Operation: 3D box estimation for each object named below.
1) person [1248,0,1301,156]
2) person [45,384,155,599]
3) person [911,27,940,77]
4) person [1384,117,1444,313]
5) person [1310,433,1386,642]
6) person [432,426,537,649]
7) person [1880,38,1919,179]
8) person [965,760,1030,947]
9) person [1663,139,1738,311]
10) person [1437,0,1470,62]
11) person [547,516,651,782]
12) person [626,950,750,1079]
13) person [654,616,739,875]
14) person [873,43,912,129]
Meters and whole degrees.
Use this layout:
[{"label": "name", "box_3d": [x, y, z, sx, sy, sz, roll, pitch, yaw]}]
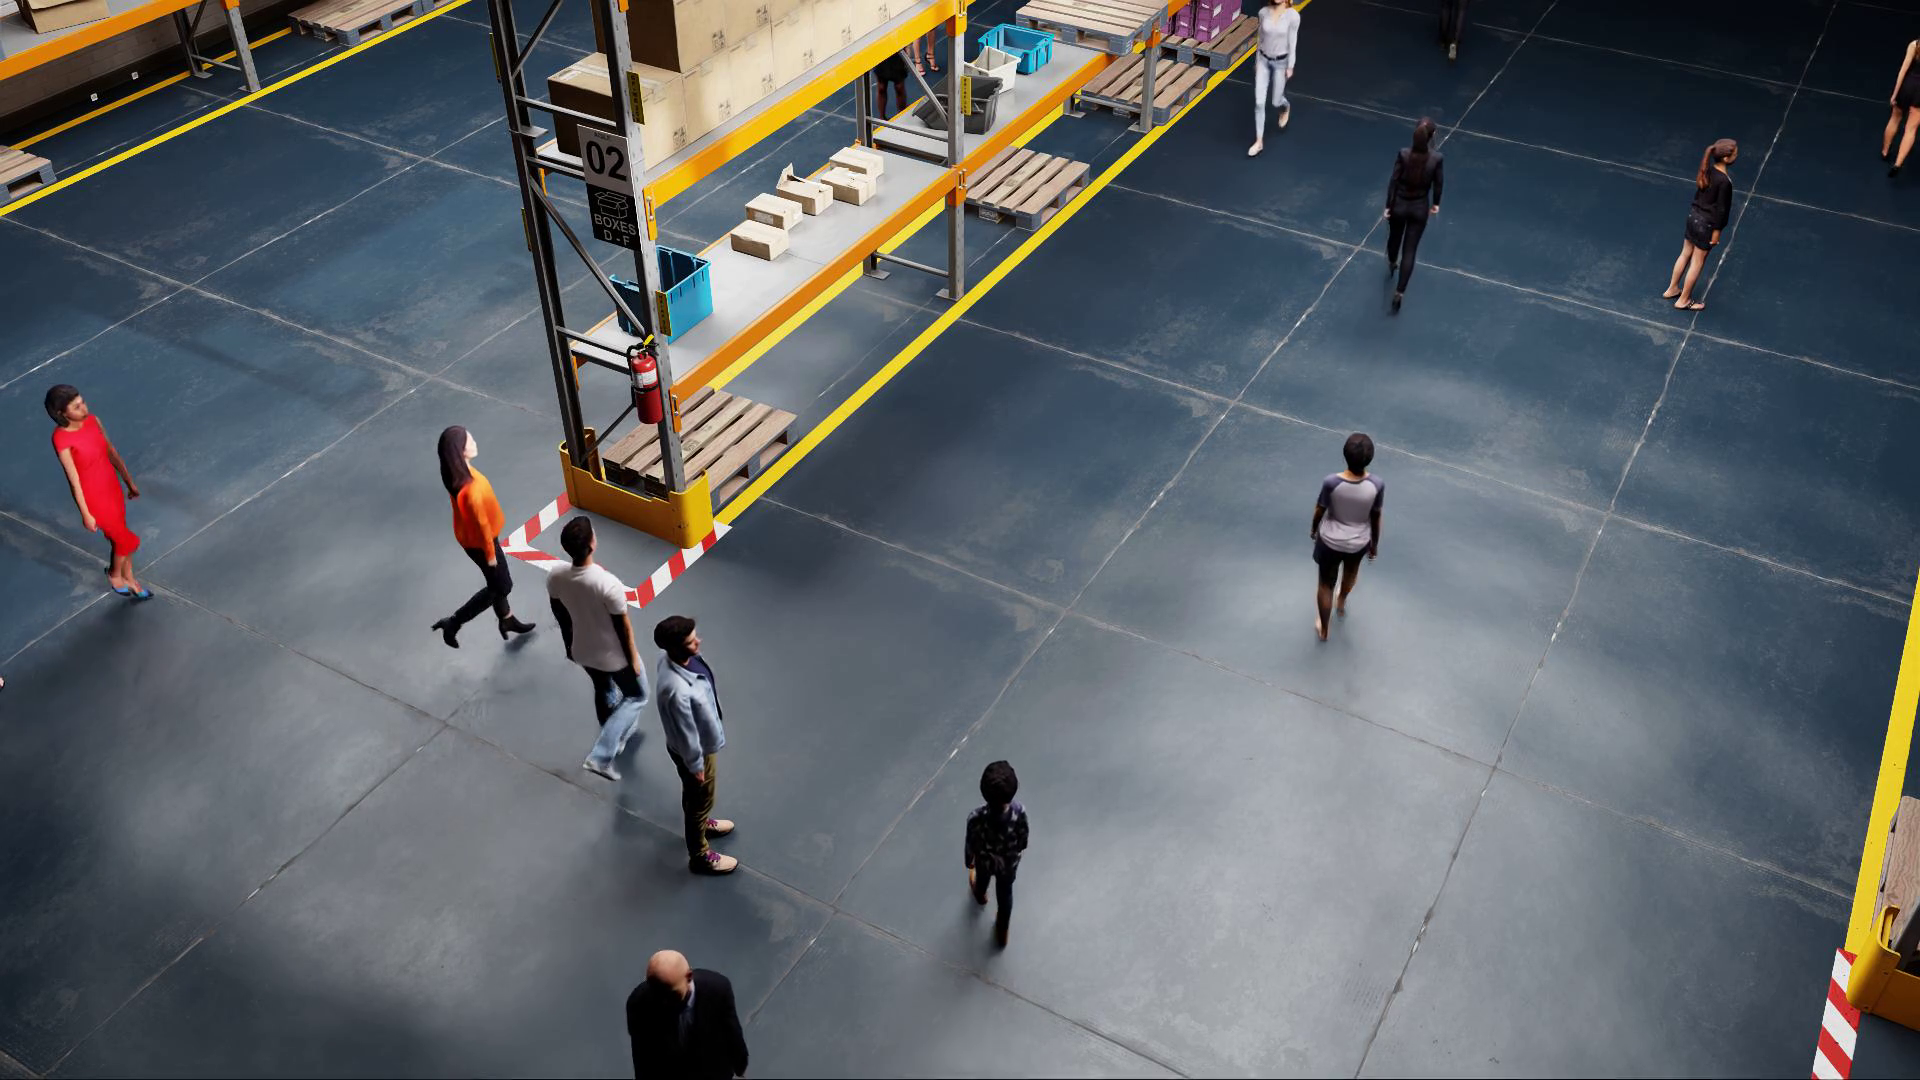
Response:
[{"label": "person", "box_3d": [3.199, -4.813, 16.793, 0.637, 1.781, 0.995, 23, 44, 26]}, {"label": "person", "box_3d": [-5.845, -0.290, 11.168, 0.768, 1.733, 0.682, 5, 39, 6]}, {"label": "person", "box_3d": [-0.375, -6.024, 18.285, 0.599, 1.812, 0.746, -26, 45, -29]}, {"label": "person", "box_3d": [3.876, -2.771, 14.333, 0.785, 1.661, 1.117, 10, 40, 13]}, {"label": "person", "box_3d": [2.535, 0.020, 10.932, 0.768, 1.545, 0.879, 3, 39, 3]}, {"label": "person", "box_3d": [-3.178, 0.041, 10.756, 1.014, 1.730, 0.895, -18, 42, -21]}, {"label": "person", "box_3d": [9.390, -4.357, 16.334, 0.602, 1.642, 1.093, 18, 42, 21]}, {"label": "person", "box_3d": [0.205, 1.736, 9.034, 0.730, 1.231, 0.825, -4, 39, -4]}, {"label": "person", "box_3d": [6.437, -2.747, 14.388, 0.707, 1.556, 0.641, -6, 39, -8]}, {"label": "person", "box_3d": [5.583, -6.257, 18.611, 0.851, 1.769, 1.139, 8, 39, 10]}, {"label": "person", "box_3d": [-2.154, 0.694, 9.848, 0.701, 1.844, 0.906, 17, 41, 20]}, {"label": "person", "box_3d": [-1.271, 2.407, 7.758, 1.093, 1.775, 1.180, -8, 39, -10]}, {"label": "person", "box_3d": [-1.505, 1.129, 9.329, 0.822, 1.811, 0.735, -6, 39, -7]}, {"label": "person", "box_3d": [-0.710, -4.957, 17.035, 0.651, 1.704, 0.621, 6, 39, 7]}]
